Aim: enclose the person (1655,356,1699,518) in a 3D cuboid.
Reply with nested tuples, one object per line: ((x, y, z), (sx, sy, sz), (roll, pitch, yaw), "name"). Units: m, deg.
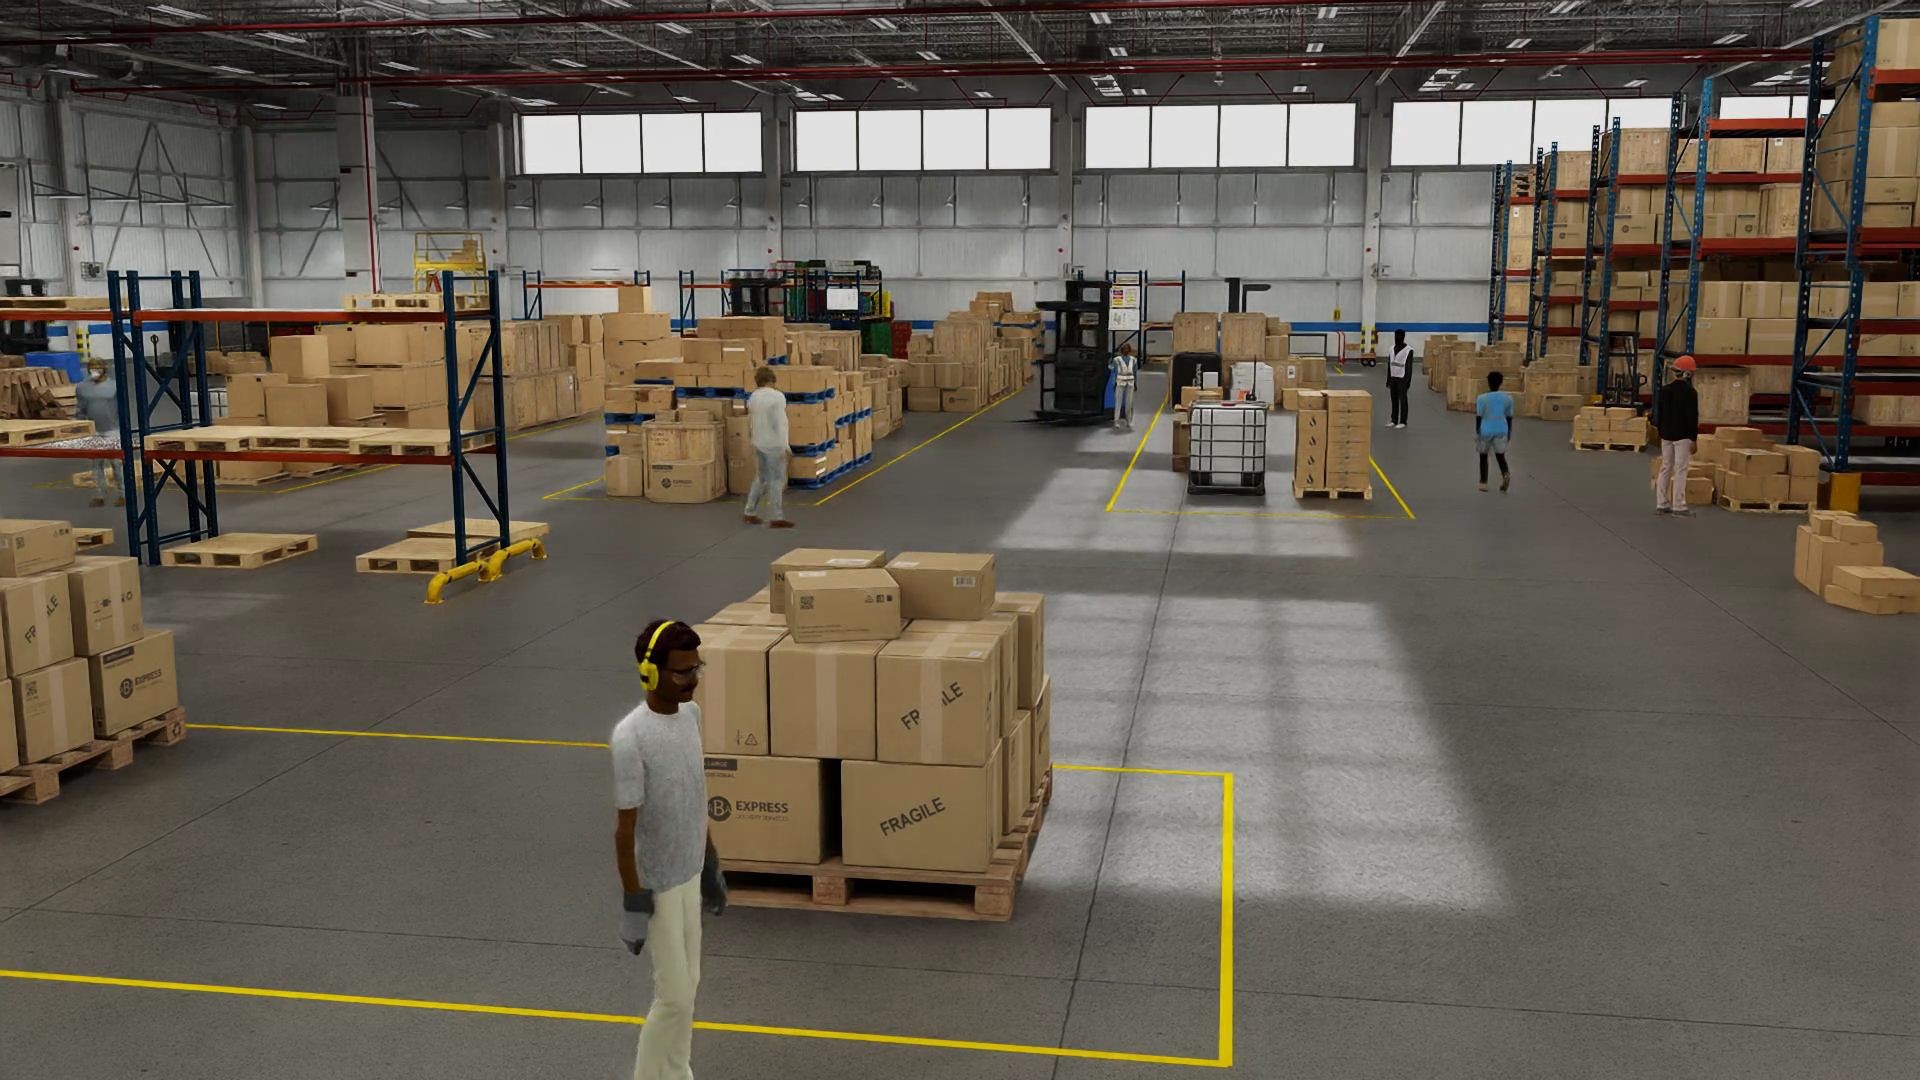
((8.841, -1.268, 20.455), (0.381, 1.994, 0.622), (-3, 10, -19), "person")

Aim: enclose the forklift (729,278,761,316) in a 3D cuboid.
((-5.786, -5.667, 44.865), (1.873, 2.768, 1.129), (7, 11, 35), "forklift")

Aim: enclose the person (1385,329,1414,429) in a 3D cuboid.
((8.476, -3.104, 32.050), (0.397, 1.911, 0.587), (-6, 11, -31), "person")

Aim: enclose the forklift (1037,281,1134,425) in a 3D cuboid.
((2.552, -3.765, 33.132), (1.129, 2.768, 1.873), (8, 12, 40), "forklift")

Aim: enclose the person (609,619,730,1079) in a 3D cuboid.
((-0.969, 1.190, 5.745), (0.372, 1.859, 0.520), (3, 10, 20), "person")

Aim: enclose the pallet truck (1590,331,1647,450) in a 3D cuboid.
((11.253, -2.573, 28.499), (0.823, 1.965, 1.885), (5, 10, 27), "pallet truck")

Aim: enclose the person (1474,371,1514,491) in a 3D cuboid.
((7.282, -1.463, 22.630), (0.538, 1.678, 0.650), (0, 9, -3), "person")

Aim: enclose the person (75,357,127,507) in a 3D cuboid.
((-10.999, -1.385, 21.356), (0.635, 1.936, 0.355), (-2, 9, -10), "person")

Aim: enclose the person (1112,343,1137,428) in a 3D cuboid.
((3.186, -2.990, 32.168), (0.522, 1.639, 0.306), (-3, 10, -16), "person")

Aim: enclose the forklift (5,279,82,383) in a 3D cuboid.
((-22.039, -4.784, 39.416), (1.873, 2.768, 1.129), (1, 9, 9), "forklift")

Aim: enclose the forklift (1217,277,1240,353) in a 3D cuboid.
((7.926, -6.231, 48.346), (1.873, 2.768, 1.129), (1, 9, 9), "forklift")

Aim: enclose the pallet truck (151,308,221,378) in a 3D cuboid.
((-21.869, -5.598, 47.154), (0.823, 1.965, 1.885), (4, 10, 26), "pallet truck")

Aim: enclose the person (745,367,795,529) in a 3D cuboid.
((-2.276, -1.081, 19.620), (0.386, 1.903, 0.700), (-8, 12, -41), "person")
